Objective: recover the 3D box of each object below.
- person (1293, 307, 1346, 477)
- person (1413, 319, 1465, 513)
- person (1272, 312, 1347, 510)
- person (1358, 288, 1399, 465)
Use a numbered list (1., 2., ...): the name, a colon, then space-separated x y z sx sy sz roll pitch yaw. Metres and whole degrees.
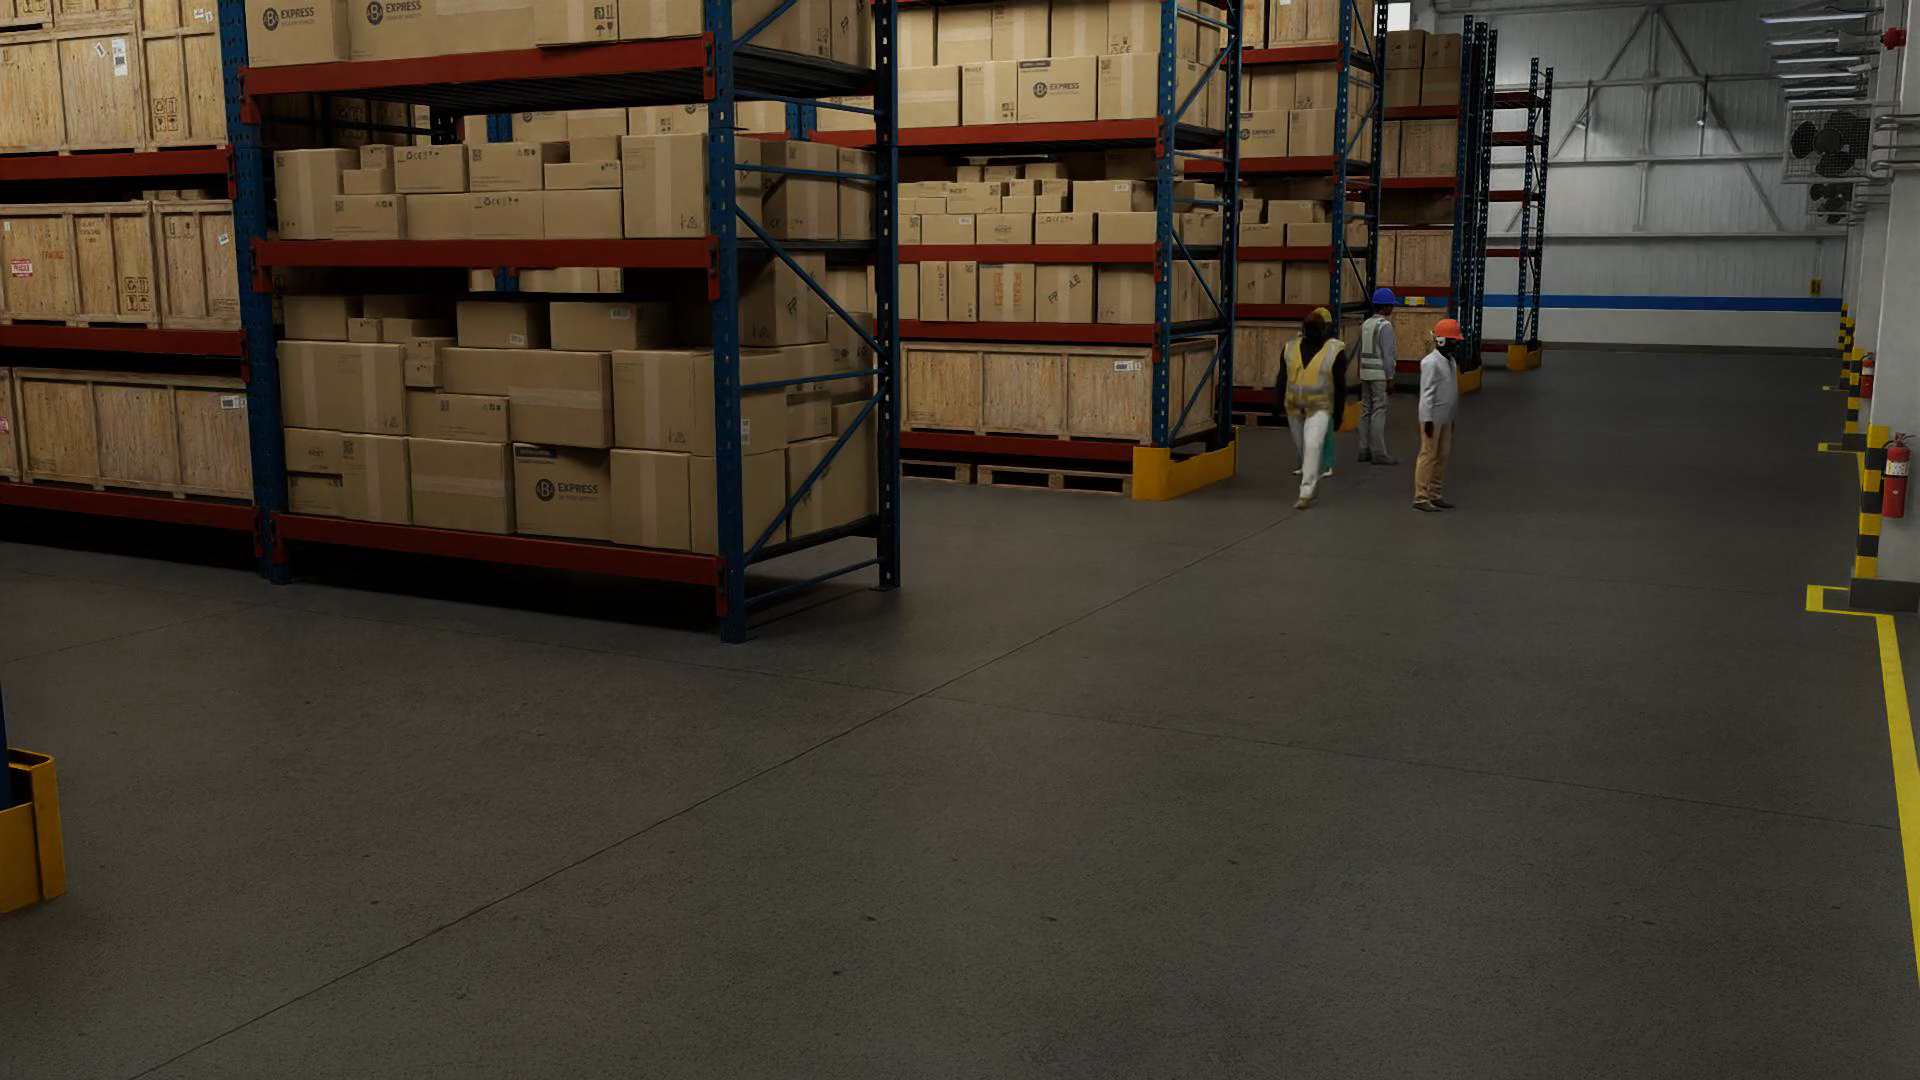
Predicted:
1. person: 3.758 -1.542 17.400 0.523 1.769 0.313 5 11 28
2. person: 4.354 -1.125 15.051 0.351 1.743 0.573 8 13 40
3. person: 3.254 -1.216 15.427 0.624 1.803 0.946 7 12 34
4. person: 4.624 -1.806 18.393 0.389 1.949 0.604 -3 10 -15
